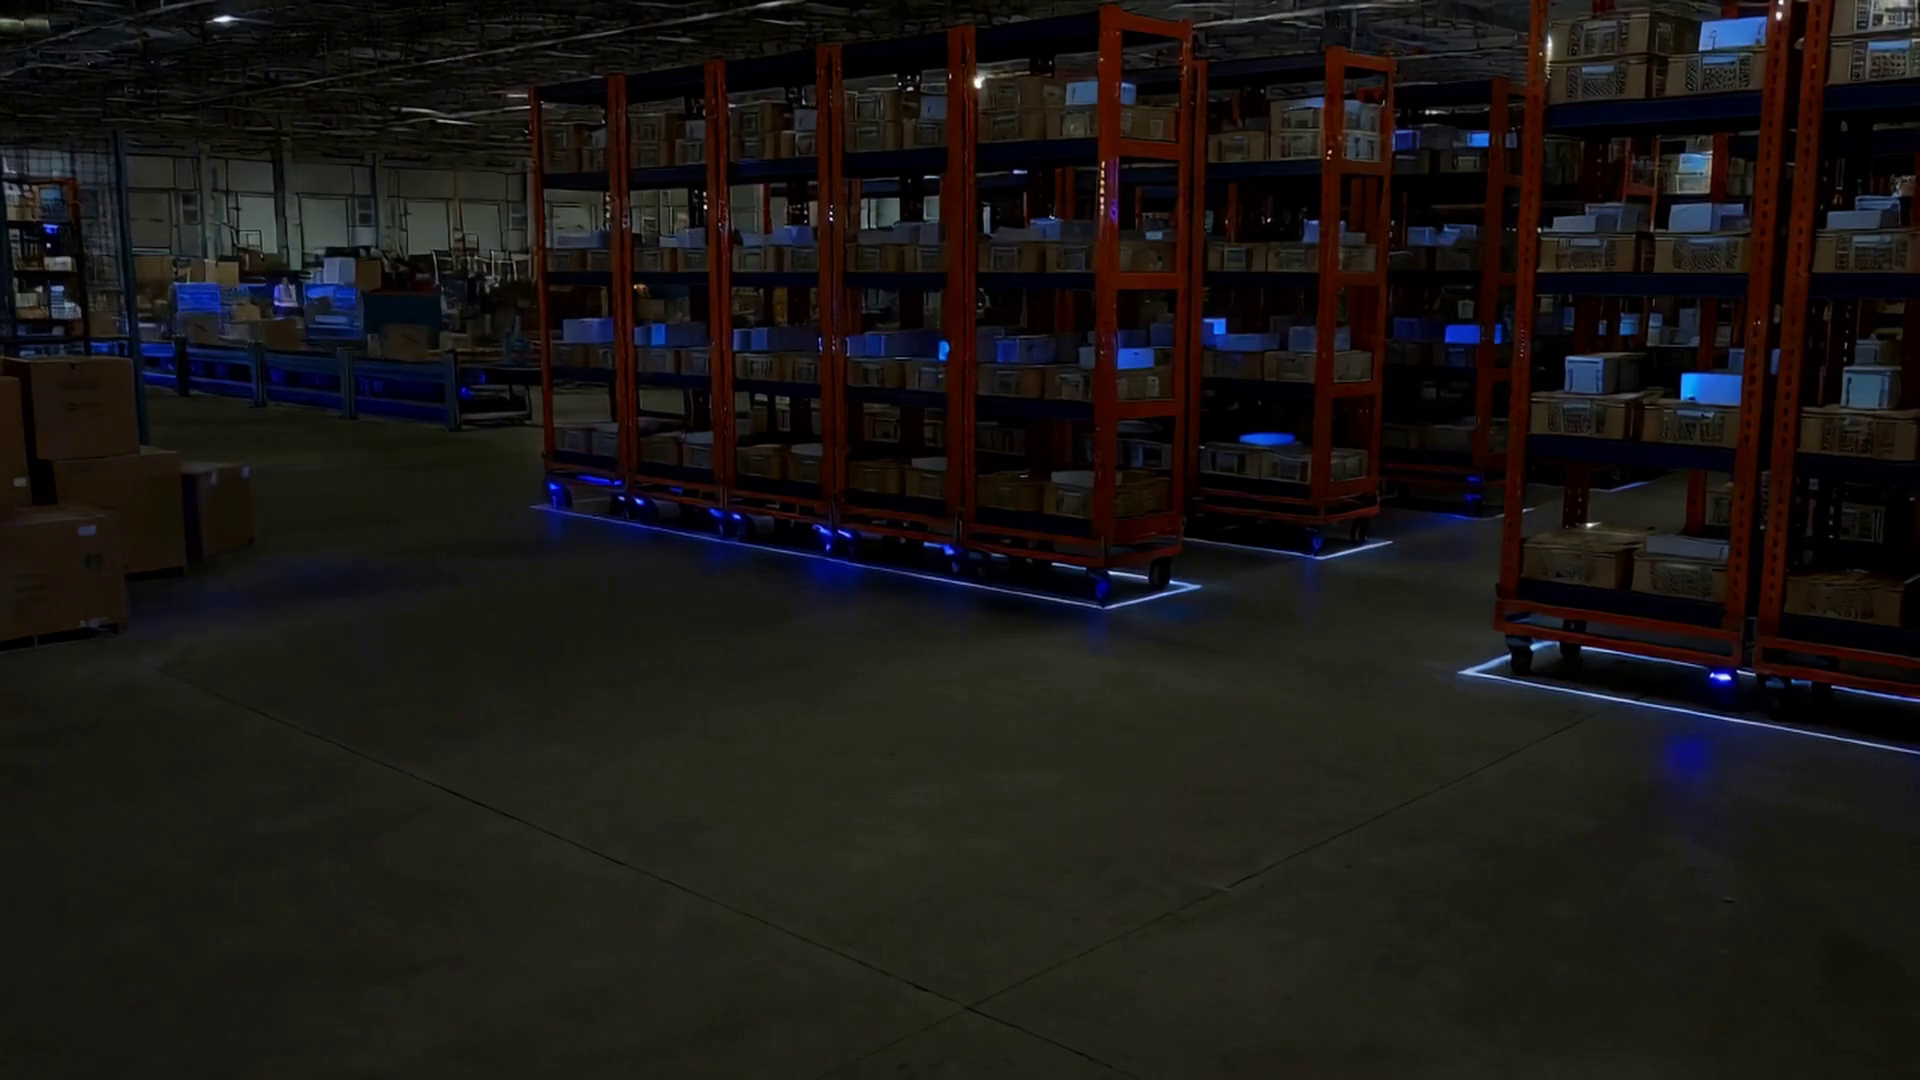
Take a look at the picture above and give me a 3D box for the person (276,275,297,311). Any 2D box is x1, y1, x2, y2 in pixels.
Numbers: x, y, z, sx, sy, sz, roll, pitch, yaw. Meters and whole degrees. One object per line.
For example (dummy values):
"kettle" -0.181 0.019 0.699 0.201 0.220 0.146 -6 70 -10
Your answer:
"person" -21.160 -7.375 52.272 0.646 1.867 0.573 -4 10 -23

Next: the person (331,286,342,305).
"person" -19.578 -7.420 52.326 0.373 1.935 0.552 -4 10 -22

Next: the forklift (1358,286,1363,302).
"forklift" 11.100 -7.017 46.970 1.873 2.768 1.129 9 13 43

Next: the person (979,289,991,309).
"person" 0.777 -7.822 55.591 0.551 1.666 0.695 -9 13 -43

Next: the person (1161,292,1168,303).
"person" 7.882 -9.129 63.062 1.000 1.854 0.649 4 10 24

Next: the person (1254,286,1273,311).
"person" 4.296 -2.729 23.497 0.929 1.966 0.622 -6 11 -32

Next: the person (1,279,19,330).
"person" -32.219 -8.089 56.250 0.992 2.008 0.622 -1 9 -5

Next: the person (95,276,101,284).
"person" -41.366 -11.814 79.817 0.533 1.747 0.680 7 12 38

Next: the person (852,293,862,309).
"person" -3.638 -8.139 57.634 0.903 1.644 0.534 -1 9 -4

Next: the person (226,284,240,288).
"person" -24.914 -8.276 57.253 1.059 2.000 0.691 -7 11 -35

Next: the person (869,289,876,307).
"person" -3.761 -10.574 71.595 0.372 1.959 0.603 2 9 12

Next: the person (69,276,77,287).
"person" -37.896 -10.444 71.230 0.447 1.824 0.624 -2 10 -14

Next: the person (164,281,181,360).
"person" -17.614 -4.913 37.226 0.538 1.849 0.675 8 12 40

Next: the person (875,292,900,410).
"person" -0.791 -1.800 18.232 0.596 1.818 0.423 8 12 41

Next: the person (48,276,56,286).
"person" -44.526 -12.188 81.585 0.388 1.926 0.590 -8 12 -41

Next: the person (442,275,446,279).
"person" -24.899 -11.969 80.727 0.631 1.787 1.019 4 10 22

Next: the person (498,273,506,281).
"person" -26.109 -14.264 94.630 0.584 1.833 1.002 -1 9 -5

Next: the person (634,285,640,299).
"person" -17.611 -13.537 90.110 0.514 1.843 0.327 -1 9 -6

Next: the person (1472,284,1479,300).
"person" 13.480 -5.904 43.465 0.870 1.790 0.623 7 12 38
